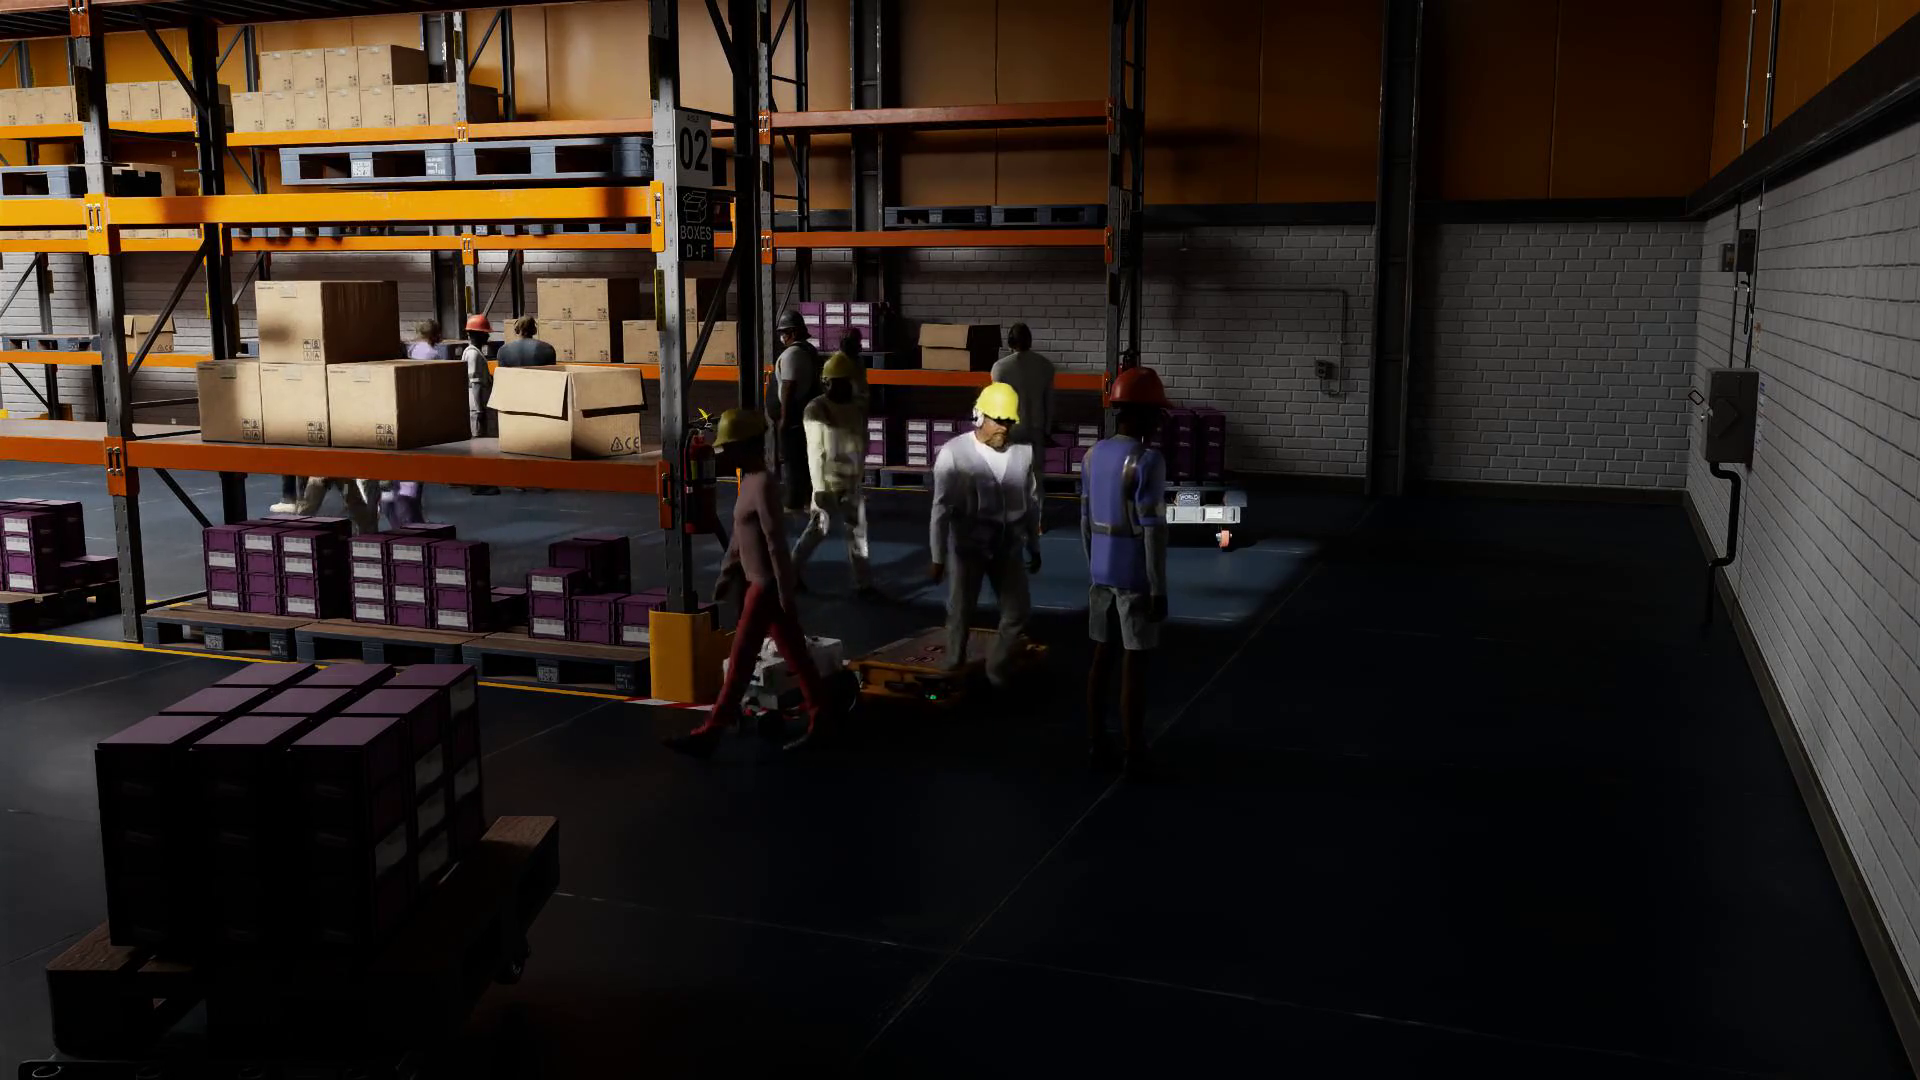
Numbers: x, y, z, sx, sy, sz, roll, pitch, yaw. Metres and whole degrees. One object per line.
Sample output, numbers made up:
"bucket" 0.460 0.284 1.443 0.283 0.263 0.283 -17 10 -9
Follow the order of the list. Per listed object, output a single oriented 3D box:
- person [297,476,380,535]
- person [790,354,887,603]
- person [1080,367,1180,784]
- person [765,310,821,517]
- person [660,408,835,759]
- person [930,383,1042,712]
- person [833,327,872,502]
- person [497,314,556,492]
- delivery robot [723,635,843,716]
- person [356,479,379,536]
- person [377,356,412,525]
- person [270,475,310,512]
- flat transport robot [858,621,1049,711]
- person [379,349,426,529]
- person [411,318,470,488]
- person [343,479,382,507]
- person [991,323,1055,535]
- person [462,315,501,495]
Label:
"person" -5.057 -0.576 13.560 0.965 1.553 0.526 -1 9 -3
"person" -0.945 -0.457 12.100 0.883 1.804 0.593 7 11 36
"person" 0.793 0.162 7.774 0.375 1.934 0.547 -6 11 -32
"person" -1.637 -1.251 16.315 0.535 2.000 0.688 3 9 16
"person" -1.025 0.220 8.077 0.892 1.710 0.521 -2 9 -11
"person" 0.143 0.047 8.943 0.713 1.785 0.571 -5 10 -26
"person" -1.189 -1.302 17.304 0.528 1.827 0.646 3 10 20
"person" -4.688 -1.483 18.093 0.635 1.937 0.353 -3 9 -17
"delivery robot" -0.914 0.666 8.633 0.477 0.478 0.707 5 10 28
"person" -5.067 -0.847 14.266 0.348 1.882 0.584 -4 10 -26
"person" -5.099 -0.986 14.822 0.612 1.986 0.400 -4 10 -23
"person" -6.723 -1.200 16.603 0.343 1.847 0.507 3 10 20
"flat transport robot" -0.069 0.703 9.583 0.652 0.197 1.431 5 10 27
"person" -4.254 -0.579 12.588 0.560 1.878 0.666 -1 9 -5
"person" -5.898 -1.478 18.198 0.979 1.899 0.628 -6 11 -34
"person" -6.122 -1.251 16.938 0.430 1.845 0.620 1 9 6
"person" 0.555 -0.989 15.032 0.635 1.932 0.370 -4 10 -24
"person" -5.148 -1.444 17.862 0.354 1.932 0.551 -3 10 -18
